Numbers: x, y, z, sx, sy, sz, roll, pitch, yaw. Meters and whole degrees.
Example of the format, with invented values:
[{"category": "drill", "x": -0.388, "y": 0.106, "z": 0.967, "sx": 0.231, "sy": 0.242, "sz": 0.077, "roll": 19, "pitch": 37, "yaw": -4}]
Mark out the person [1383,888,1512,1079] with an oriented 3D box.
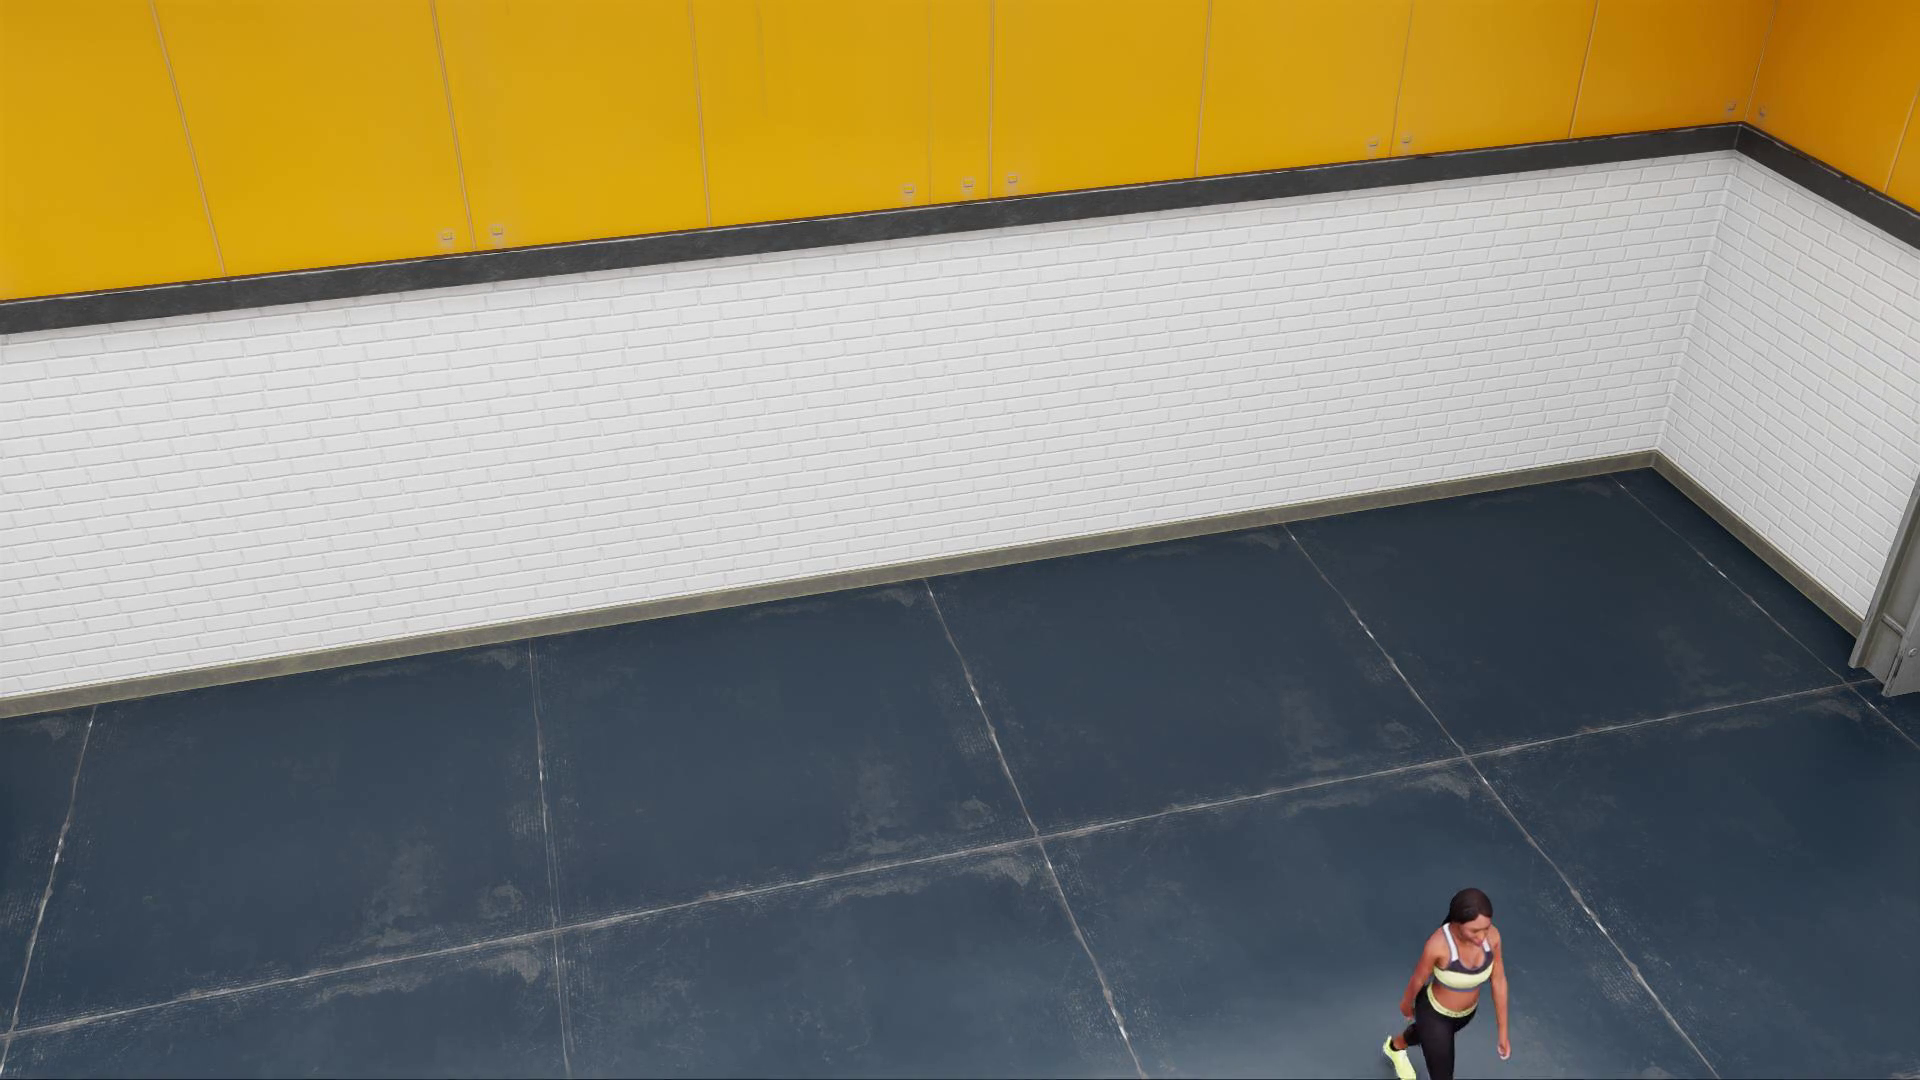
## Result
[{"category": "person", "x": 2.388, "y": 2.297, "z": 8.318, "sx": 0.600, "sy": 1.703, "sz": 1.170, "roll": -10, "pitch": 35, "yaw": -15}]
